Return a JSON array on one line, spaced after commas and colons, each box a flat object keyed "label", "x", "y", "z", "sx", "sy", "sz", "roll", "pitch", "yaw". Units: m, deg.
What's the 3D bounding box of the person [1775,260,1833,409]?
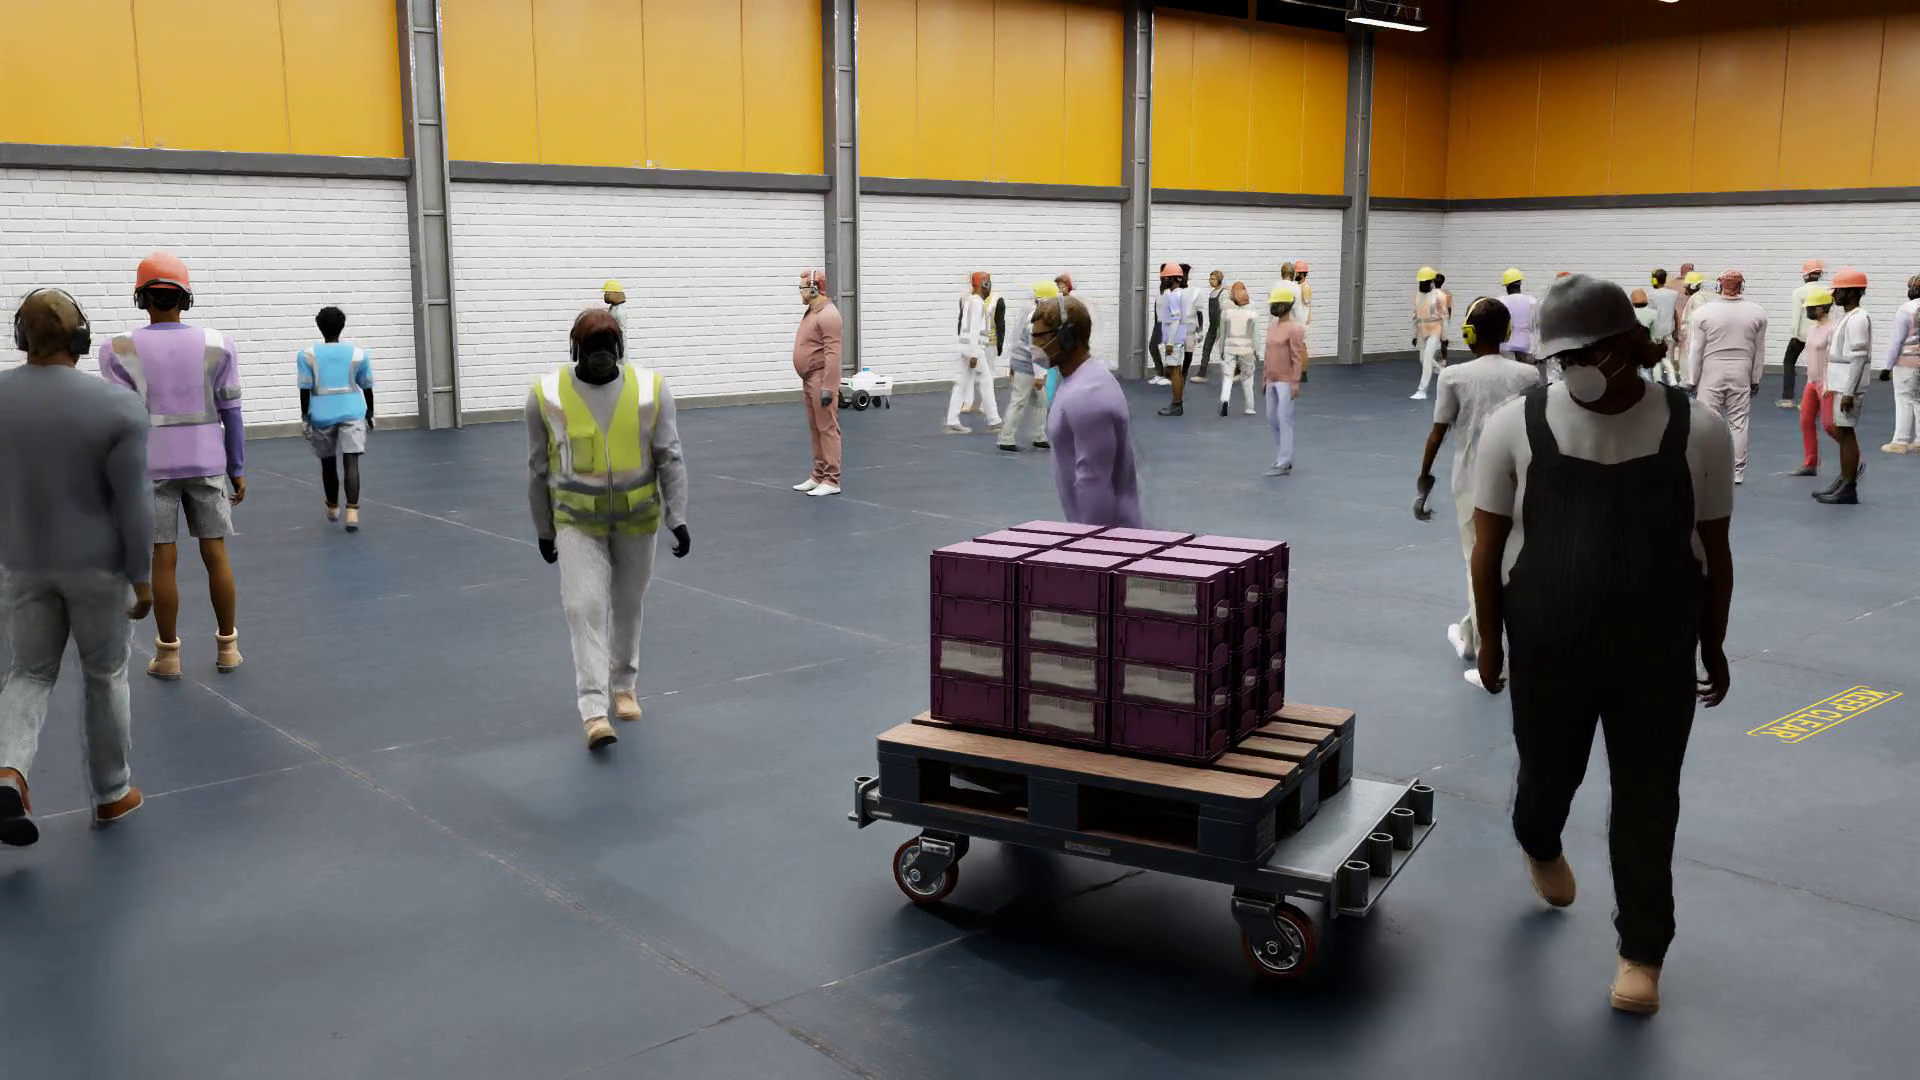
[{"label": "person", "x": 11.162, "y": -2.709, "z": 21.994, "sx": 0.639, "sy": 1.964, "sz": 0.777, "roll": -1, "pitch": 10, "yaw": -7}]

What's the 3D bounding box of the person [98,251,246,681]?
[{"label": "person", "x": -3.744, "y": -0.346, "z": 7.960, "sx": 0.608, "sy": 2.044, "sz": 0.370, "roll": -6, "pitch": 12, "yaw": -33}]

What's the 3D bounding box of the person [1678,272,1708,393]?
[{"label": "person", "x": 10.970, "y": -3.060, "z": 24.573, "sx": 0.742, "sy": 1.797, "sz": 0.628, "roll": 5, "pitch": 11, "yaw": 26}]

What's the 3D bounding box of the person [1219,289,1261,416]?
[{"label": "person", "x": 3.516, "y": -2.355, "z": 20.985, "sx": 0.554, "sy": 1.614, "sz": 0.753, "roll": 3, "pitch": 10, "yaw": 18}]

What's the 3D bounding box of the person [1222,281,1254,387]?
[{"label": "person", "x": 4.280, "y": -3.164, "z": 25.654, "sx": 0.505, "sy": 1.631, "sz": 0.281, "roll": 1, "pitch": 10, "yaw": 7}]

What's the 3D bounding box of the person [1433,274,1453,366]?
[{"label": "person", "x": 8.773, "y": -4.034, "z": 30.563, "sx": 0.537, "sy": 1.695, "sz": 0.320, "roll": 0, "pitch": 10, "yaw": 0}]

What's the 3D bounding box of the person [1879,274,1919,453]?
[{"label": "person", "x": 9.784, "y": -1.800, "z": 17.067, "sx": 0.635, "sy": 1.844, "sz": 0.429, "roll": -3, "pitch": 10, "yaw": -17}]

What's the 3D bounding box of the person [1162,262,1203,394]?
[{"label": "person", "x": 3.307, "y": -3.157, "z": 24.736, "sx": 0.611, "sy": 1.942, "sz": 0.862, "roll": 0, "pitch": 10, "yaw": 1}]

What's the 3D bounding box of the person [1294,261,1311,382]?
[{"label": "person", "x": 5.442, "y": -3.497, "z": 26.718, "sx": 0.356, "sy": 1.938, "sz": 0.545, "roll": -1, "pitch": 10, "yaw": -6}]

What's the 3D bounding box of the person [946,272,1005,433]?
[{"label": "person", "x": 0.220, "y": -2.131, "z": 19.008, "sx": 0.866, "sy": 1.833, "sz": 0.601, "roll": -2, "pitch": 10, "yaw": -14}]

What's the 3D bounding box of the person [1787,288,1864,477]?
[{"label": "person", "x": 7.947, "y": -1.424, "z": 15.169, "sx": 0.637, "sy": 1.735, "sz": 0.538, "roll": 0, "pitch": 10, "yaw": -2}]

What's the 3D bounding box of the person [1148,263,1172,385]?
[{"label": "person", "x": 3.209, "y": -3.380, "z": 26.106, "sx": 0.541, "sy": 1.904, "sz": 0.633, "roll": -7, "pitch": 12, "yaw": -35}]

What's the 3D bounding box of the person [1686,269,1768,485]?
[{"label": "person", "x": 6.767, "y": -1.436, "z": 14.742, "sx": 0.642, "sy": 1.909, "sz": 0.410, "roll": 1, "pitch": 10, "yaw": 7}]

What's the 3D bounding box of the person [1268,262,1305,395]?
[{"label": "person", "x": 4.765, "y": -3.087, "z": 24.317, "sx": 0.375, "sy": 1.940, "sz": 0.631, "roll": -6, "pitch": 11, "yaw": -30}]

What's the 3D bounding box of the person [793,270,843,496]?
[{"label": "person", "x": -1.215, "y": -1.327, "z": 14.112, "sx": 0.400, "sy": 1.905, "sz": 0.643, "roll": -3, "pitch": 10, "yaw": -20}]

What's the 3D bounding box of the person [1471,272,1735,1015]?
[{"label": "person", "x": 1.805, "y": 0.207, "z": 4.727, "sx": 0.703, "sy": 2.000, "sz": 0.863, "roll": 3, "pitch": 10, "yaw": 15}]

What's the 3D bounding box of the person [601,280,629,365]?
[{"label": "person", "x": -4.079, "y": -2.199, "z": 19.683, "sx": 0.299, "sy": 1.745, "sz": 0.483, "roll": -5, "pitch": 11, "yaw": -27}]

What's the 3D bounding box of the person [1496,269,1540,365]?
[{"label": "person", "x": 6.783, "y": -2.368, "z": 20.348, "sx": 0.576, "sy": 1.870, "sz": 0.973, "roll": 0, "pitch": 10, "yaw": -2}]

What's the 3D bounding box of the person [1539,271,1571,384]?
[{"label": "person", "x": 7.317, "y": -2.335, "z": 20.181, "sx": 0.583, "sy": 1.859, "sz": 0.809, "roll": 3, "pitch": 10, "yaw": 15}]

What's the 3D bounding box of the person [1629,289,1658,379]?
[{"label": "person", "x": 9.049, "y": -2.554, "z": 22.193, "sx": 0.499, "sy": 1.595, "sz": 0.836, "roll": 1, "pitch": 10, "yaw": 9}]

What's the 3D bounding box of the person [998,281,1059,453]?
[{"label": "person", "x": 0.744, "y": -1.754, "z": 17.012, "sx": 0.757, "sy": 1.769, "sz": 0.615, "roll": 0, "pitch": 10, "yaw": 0}]

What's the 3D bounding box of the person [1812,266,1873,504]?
[{"label": "person", "x": 7.237, "y": -1.261, "z": 13.628, "sx": 0.373, "sy": 1.935, "sz": 0.551, "roll": 4, "pitch": 10, "yaw": 22}]

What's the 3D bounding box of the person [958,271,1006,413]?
[{"label": "person", "x": 0.243, "y": -2.524, "z": 21.351, "sx": 0.667, "sy": 1.817, "sz": 0.691, "roll": 3, "pitch": 10, "yaw": 17}]

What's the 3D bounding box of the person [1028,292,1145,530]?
[{"label": "person", "x": 0.636, "y": -0.002, "z": 6.416, "sx": 0.882, "sy": 1.899, "sz": 0.652, "roll": 0, "pitch": 10, "yaw": 0}]

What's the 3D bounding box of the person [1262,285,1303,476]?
[{"label": "person", "x": 2.966, "y": -1.466, "z": 15.377, "sx": 0.341, "sy": 1.779, "sz": 0.530, "roll": -4, "pitch": 11, "yaw": -23}]

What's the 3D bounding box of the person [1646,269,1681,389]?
[{"label": "person", "x": 9.932, "y": -2.904, "z": 23.538, "sx": 0.563, "sy": 1.837, "sz": 0.463, "roll": -1, "pitch": 10, "yaw": -7}]

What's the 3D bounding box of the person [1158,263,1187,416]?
[{"label": "person", "x": 2.693, "y": -2.545, "z": 21.139, "sx": 0.362, "sy": 1.935, "sz": 0.553, "roll": 3, "pitch": 10, "yaw": 16}]

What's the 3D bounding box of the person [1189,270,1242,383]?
[{"label": "person", "x": 4.160, "y": -3.411, "z": 26.624, "sx": 0.950, "sy": 1.808, "sz": 0.533, "roll": -5, "pitch": 11, "yaw": -27}]

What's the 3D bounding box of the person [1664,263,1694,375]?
[{"label": "person", "x": 12.337, "y": -3.760, "z": 28.376, "sx": 0.401, "sy": 1.903, "sz": 0.646, "roll": -5, "pitch": 11, "yaw": -27}]

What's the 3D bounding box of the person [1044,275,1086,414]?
[{"label": "person", "x": 1.282, "y": -2.462, "z": 21.109, "sx": 0.639, "sy": 1.774, "sz": 0.984, "roll": 7, "pitch": 12, "yaw": 34}]

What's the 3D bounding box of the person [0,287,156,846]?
[{"label": "person", "x": -3.083, "y": 0.107, "z": 5.671, "sx": 0.634, "sy": 1.924, "sz": 0.701, "roll": -1, "pitch": 10, "yaw": -8}]

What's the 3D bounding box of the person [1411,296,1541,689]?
[{"label": "person", "x": 2.484, "y": -0.246, "z": 8.033, "sx": 0.576, "sy": 1.821, "sz": 0.951, "roll": -1, "pitch": 10, "yaw": -6}]

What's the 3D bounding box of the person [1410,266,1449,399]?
[{"label": "person", "x": 6.756, "y": -2.948, "z": 23.662, "sx": 0.844, "sy": 1.887, "sz": 0.611, "roll": -5, "pitch": 11, "yaw": -28}]

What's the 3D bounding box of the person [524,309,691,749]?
[{"label": "person", "x": -1.458, "y": -0.052, "z": 6.951, "sx": 0.643, "sy": 1.797, "sz": 0.949, "roll": -3, "pitch": 10, "yaw": -19}]

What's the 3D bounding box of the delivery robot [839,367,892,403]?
[{"label": "delivery robot", "x": -1.247, "y": -2.057, "z": 22.050, "sx": 0.707, "sy": 0.478, "sz": 0.477, "roll": -8, "pitch": 13, "yaw": -39}]

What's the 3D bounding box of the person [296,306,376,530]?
[{"label": "person", "x": -4.642, "y": -0.914, "z": 12.418, "sx": 0.547, "sy": 1.652, "sz": 0.882, "roll": -4, "pitch": 10, "yaw": -22}]
